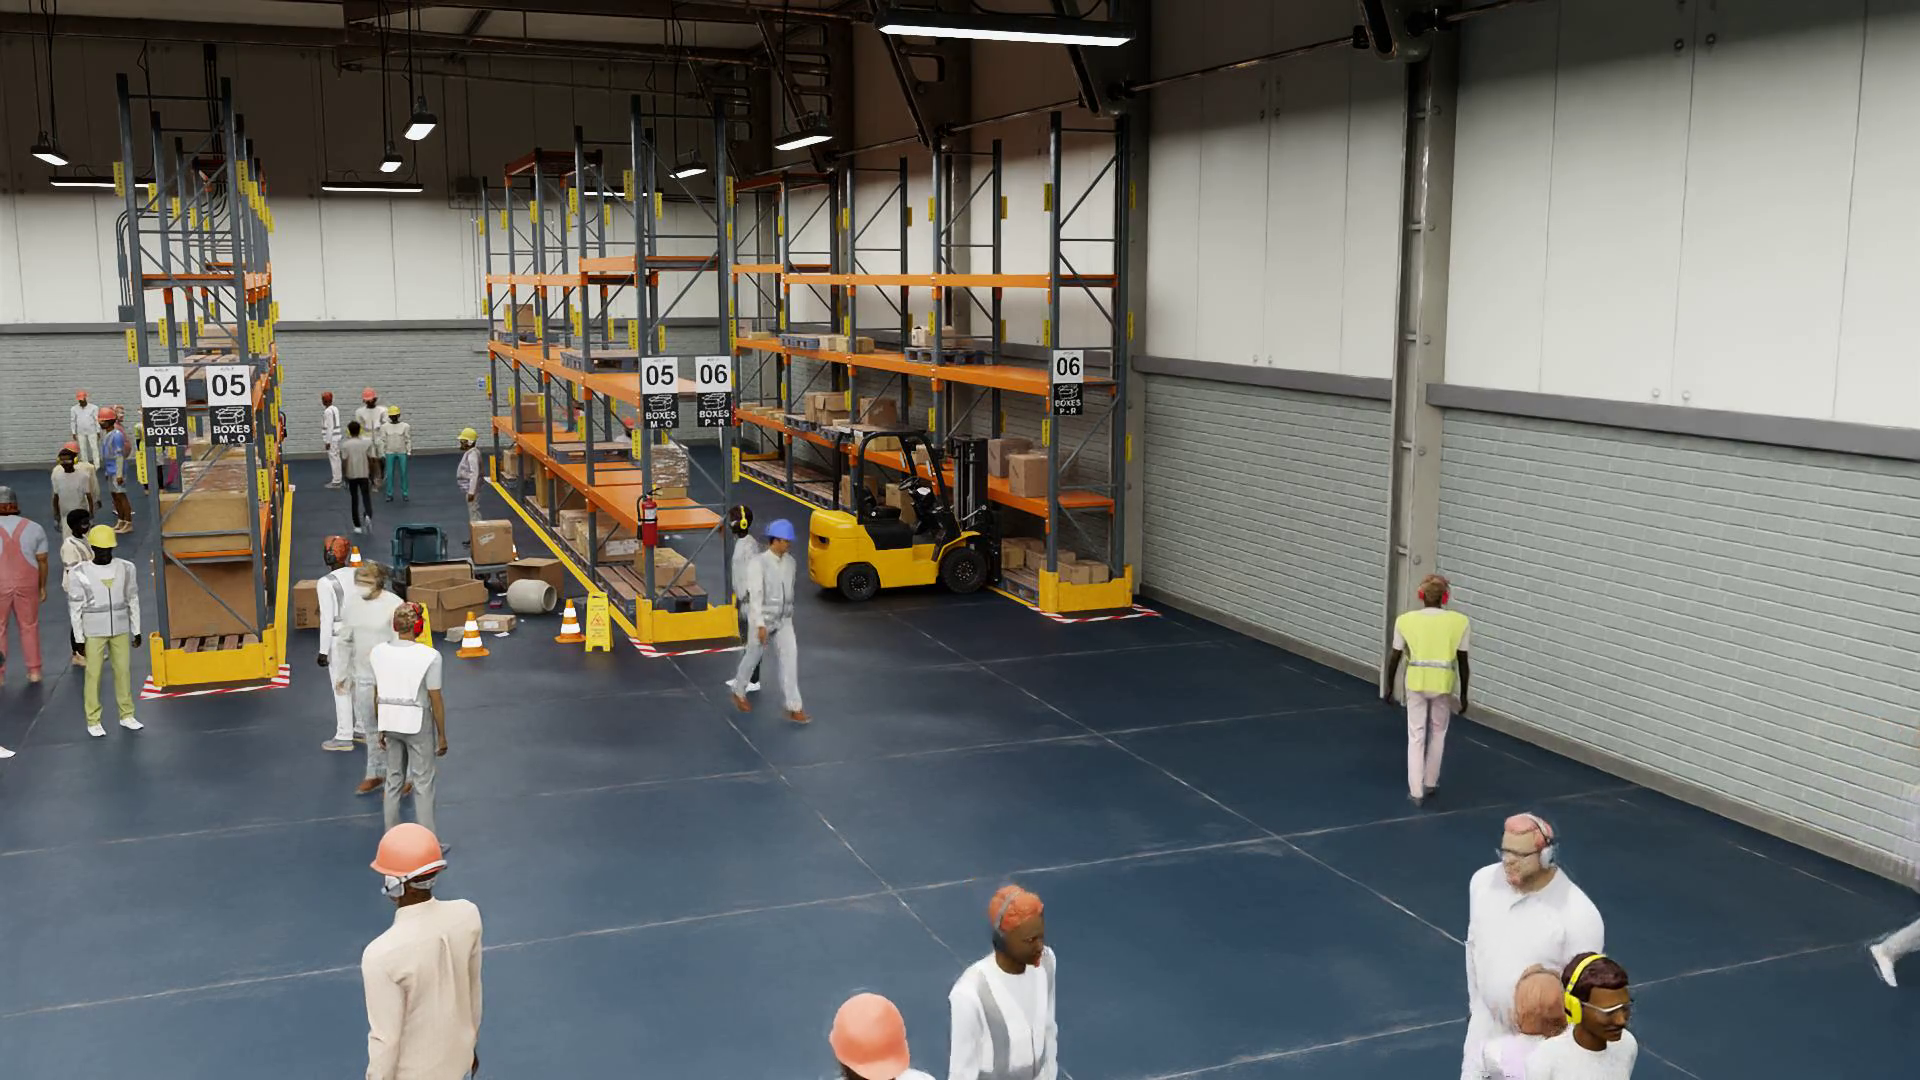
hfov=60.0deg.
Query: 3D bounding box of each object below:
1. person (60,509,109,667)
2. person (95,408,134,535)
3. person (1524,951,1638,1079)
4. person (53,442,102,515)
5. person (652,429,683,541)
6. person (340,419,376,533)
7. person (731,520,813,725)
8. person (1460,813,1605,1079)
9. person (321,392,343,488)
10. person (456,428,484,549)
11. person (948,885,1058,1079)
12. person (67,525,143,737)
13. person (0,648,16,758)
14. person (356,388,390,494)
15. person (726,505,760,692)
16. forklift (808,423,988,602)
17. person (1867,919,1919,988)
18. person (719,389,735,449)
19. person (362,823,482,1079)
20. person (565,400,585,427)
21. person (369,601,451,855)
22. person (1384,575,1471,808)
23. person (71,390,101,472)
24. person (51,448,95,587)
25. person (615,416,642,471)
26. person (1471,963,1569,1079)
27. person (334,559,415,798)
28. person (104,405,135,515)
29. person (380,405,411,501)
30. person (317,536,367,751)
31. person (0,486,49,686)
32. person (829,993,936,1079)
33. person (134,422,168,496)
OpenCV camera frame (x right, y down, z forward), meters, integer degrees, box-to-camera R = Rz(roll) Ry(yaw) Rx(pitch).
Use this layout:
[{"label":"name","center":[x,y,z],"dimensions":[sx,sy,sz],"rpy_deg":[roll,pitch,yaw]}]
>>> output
[{"label":"person","center":[-9.302,0.503,17.604],"dimensions":[0.320,1.685,0.539],"rpy_deg":[-1,9,-6]},{"label":"person","center":[-13.540,-1.094,26.581],"dimensions":[0.604,2.034,0.418],"rpy_deg":[9,13,44]},{"label":"person","center":[2.126,2.301,5.705],"dimensions":[0.515,1.870,0.333],"rpy_deg":[-5,10,-29]},{"label":"person","center":[-12.886,-0.576,24.316],"dimensions":[0.584,1.707,0.882],"rpy_deg":[-3,9,-18]},{"label":"person","center":[-4.567,-0.890,25.882],"dimensions":[0.533,1.843,0.716],"rpy_deg":[-4,10,-21]},{"label":"person","center":[-9.591,-1.001,26.538],"dimensions":[0.524,1.855,0.701],"rpy_deg":[-4,10,-24]},{"label":"person","center":[-1.798,0.738,15.508],"dimensions":[0.633,1.897,1.020],"rpy_deg":[-9,12,-43]},{"label":"person","center":[2.345,2.084,7.077],"dimensions":[0.965,1.857,0.673],"rpy_deg":[-7,12,-38]},{"label":"person","center":[-12.253,-1.951,32.427],"dimensions":[0.354,1.881,0.576],"rpy_deg":[-1,9,-6]},{"label":"person","center":[-7.423,-0.784,25.219],"dimensions":[0.404,1.836,0.597],"rpy_deg":[-3,9,-18]},{"label":"person","center":[0.189,2.207,6.349],"dimensions":[0.605,1.864,0.583],"rpy_deg":[6,11,35]},{"label":"person","center":[-7.669,0.807,14.970],"dimensions":[0.409,1.918,0.585],"rpy_deg":[8,12,42]},{"label":"person","center":[-8.305,0.961,14.019],"dimensions":[0.408,1.906,0.653],"rpy_deg":[1,9,8]},{"label":"person","center":[-11.212,-1.915,31.850],"dimensions":[0.615,2.014,0.850],"rpy_deg":[-3,9,-16]},{"label":"person","center":[-2.162,0.578,16.540],"dimensions":[0.328,1.873,0.512],"rpy_deg":[-3,9,-16]},{"label":"forklift","center":[-0.830,-0.399,21.676],"dimensions":[2.313,2.155,1.214],"rpy_deg":[-4,10,-21]},{"label":"person","center":[5.527,1.863,9.317],"dimensions":[0.522,1.615,0.792],"rpy_deg":[-6,11,-32]},{"label":"person","center":[-5.556,-3.061,39.539],"dimensions":[0.430,1.845,0.621],"rpy_deg":[-4,10,-24]},{"label":"person","center":[-2.136,2.093,6.615],"dimensions":[0.382,1.993,0.622],"rpy_deg":[4,10,23]},{"label":"person","center":[-7.891,-2.099,34.134],"dimensions":[0.267,1.632,0.507],"rpy_deg":[6,11,35]},{"label":"person","center":[-3.904,1.355,11.773],"dimensions":[0.561,1.836,0.394],"rpy_deg":[3,9,16]},{"label":"person","center":[3.652,1.161,13.037],"dimensions":[0.614,1.811,0.605],"rpy_deg":[2,9,10]},{"label":"person","center":[-18.381,-2.284,34.968],"dimensions":[0.575,1.739,0.348],"rpy_deg":[-2,9,-12]},{"label":"person","center":[-11.783,-0.298,22.113],"dimensions":[0.506,1.861,0.329],"rpy_deg":[-2,9,-10]},{"label":"person","center":[-5.625,-1.262,28.542],"dimensions":[0.582,1.731,0.412],"rpy_deg":[-5,10,-30]},{"label":"person","center":[2.111,2.357,6.062],"dimensions":[0.554,1.626,0.352],"rpy_deg":[5,10,29]},{"label":"person","center":[-4.599,1.091,13.147],"dimensions":[0.712,1.930,0.400],"rpy_deg":[4,10,23]},{"label":"person","center":[-14.555,-1.383,28.794],"dimensions":[0.404,1.903,0.636],"rpy_deg":[-5,11,-31]},{"label":"person","center":[-10.332,-1.584,30.482],"dimensions":[0.533,1.767,0.326],"rpy_deg":[-3,9,-17]},{"label":"person","center":[-5.385,0.894,14.511],"dimensions":[0.354,1.884,0.576],"rpy_deg":[3,9,17]},{"label":"person","center":[-9.617,0.446,16.838],"dimensions":[0.687,2.000,0.536],"rpy_deg":[-7,12,-39]},{"label":"person","center":[-0.348,2.321,5.468],"dimensions":[0.533,1.906,0.718],"rpy_deg":[-5,10,-28]},{"label":"person","center":[-15.181,-1.667,31.220],"dimensions":[0.535,1.696,0.318],"rpy_deg":[-2,9,-13]}]
